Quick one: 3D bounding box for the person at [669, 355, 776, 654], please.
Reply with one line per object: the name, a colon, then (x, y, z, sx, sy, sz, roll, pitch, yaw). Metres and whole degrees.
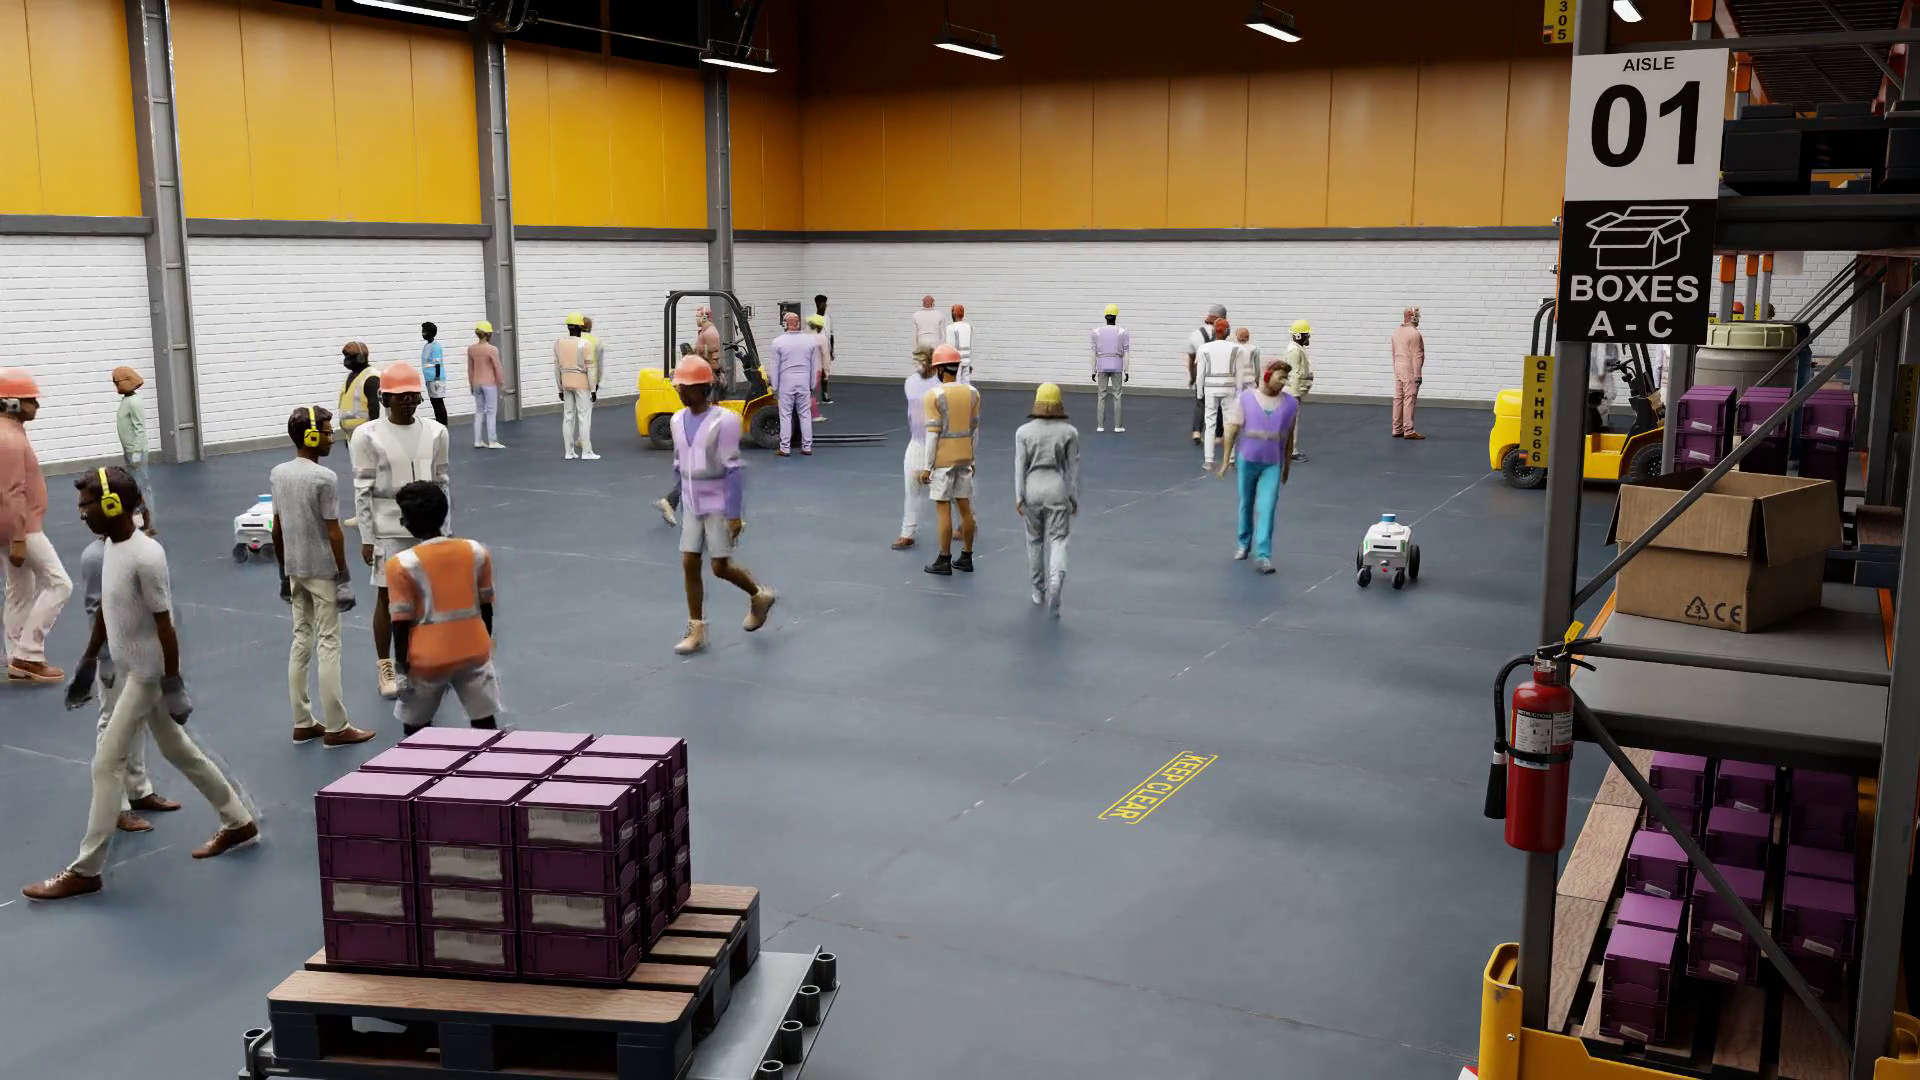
person: (-1.645, -0.256, 11.277, 0.613, 2.024, 0.726, 7, 12, 35)

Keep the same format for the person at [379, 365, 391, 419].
person: (-5.374, -0.855, 15.851, 0.313, 1.637, 0.513, -6, 11, -31)

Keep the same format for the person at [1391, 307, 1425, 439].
person: (6.512, -2.414, 24.089, 0.407, 1.910, 0.639, -3, 10, -16)

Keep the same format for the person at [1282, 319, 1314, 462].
person: (4.368, -1.934, 21.523, 0.404, 1.834, 0.591, 2, 10, 13)

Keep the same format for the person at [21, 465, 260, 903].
person: (-3.512, 0.574, 7.119, 0.976, 1.807, 0.481, -7, 12, -36)

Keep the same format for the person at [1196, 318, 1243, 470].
person: (3.221, -1.808, 20.646, 0.576, 1.885, 0.354, 1, 10, 8)

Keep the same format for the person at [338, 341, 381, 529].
person: (-5.828, -1.020, 16.238, 0.429, 1.840, 0.626, -9, 13, -43)

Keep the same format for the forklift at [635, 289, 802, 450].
forklift: (-3.358, -2.392, 23.136, 2.313, 2.155, 1.214, -1, 10, -5)

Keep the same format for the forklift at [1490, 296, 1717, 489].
forklift: (7.296, -1.677, 18.993, 2.313, 2.155, 1.214, 5, 11, 27)

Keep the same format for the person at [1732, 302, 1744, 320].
person: (11.987, -2.730, 25.856, 0.371, 1.931, 0.543, -5, 11, -28)

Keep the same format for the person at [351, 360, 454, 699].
person: (-3.356, -0.069, 10.119, 0.609, 2.044, 0.394, -9, 13, -42)

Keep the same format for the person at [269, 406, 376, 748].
person: (-3.513, 0.203, 9.072, 0.521, 1.864, 0.334, 5, 11, 29)

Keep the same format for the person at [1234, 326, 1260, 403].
person: (4.101, -2.291, 24.204, 0.529, 1.620, 0.504, 2, 10, 9)

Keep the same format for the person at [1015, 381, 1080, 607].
person: (0.656, -0.331, 12.580, 0.492, 1.725, 0.665, 1, 10, 3)

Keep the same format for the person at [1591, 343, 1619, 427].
person: (9.924, -2.623, 25.578, 0.421, 1.818, 0.594, 3, 10, 17)

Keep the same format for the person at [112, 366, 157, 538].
person: (-7.782, -0.819, 15.652, 0.282, 1.633, 0.499, -7, 12, -36)

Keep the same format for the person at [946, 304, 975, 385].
person: (-0.012, -2.781, 26.282, 0.584, 1.883, 0.337, -9, 13, -43)

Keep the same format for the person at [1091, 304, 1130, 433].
person: (2.247, -2.563, 24.899, 0.588, 1.927, 0.370, 2, 10, 11)

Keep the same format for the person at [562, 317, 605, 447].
person: (-5.323, -2.214, 23.271, 0.657, 1.799, 0.834, -4, 11, -23)

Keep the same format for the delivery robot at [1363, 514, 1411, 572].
delivery robot: (3.490, 0.031, 13.578, 0.477, 0.478, 0.707, 3, 10, 17)

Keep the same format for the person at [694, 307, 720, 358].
person: (-3.701, -2.445, 24.273, 0.399, 1.907, 0.644, -2, 10, -11)

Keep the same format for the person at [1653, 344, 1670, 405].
person: (9.577, -2.051, 22.178, 0.636, 1.842, 0.429, 2, 10, 14)

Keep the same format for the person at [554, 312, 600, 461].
person: (-4.975, -1.991, 21.580, 0.585, 1.929, 0.364, 4, 10, 20)

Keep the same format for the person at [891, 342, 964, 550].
person: (-0.214, -0.877, 15.288, 0.631, 1.892, 1.007, 8, 13, 38)

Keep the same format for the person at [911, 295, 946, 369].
person: (-0.574, -3.573, 30.801, 0.639, 1.911, 0.406, 0, 10, 2)

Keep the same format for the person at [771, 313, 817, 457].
person: (-2.208, -2.055, 22.048, 0.644, 1.899, 0.401, -5, 11, -26)

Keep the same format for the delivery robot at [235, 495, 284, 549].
delivery robot: (-6.105, -0.156, 14.659, 0.477, 0.478, 0.707, 0, 10, -2)

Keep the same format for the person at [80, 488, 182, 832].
person: (-3.904, 0.535, 7.806, 0.278, 1.634, 0.498, 0, 10, 0)

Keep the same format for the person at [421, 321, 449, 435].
person: (-7.706, -2.351, 24.349, 0.320, 1.692, 0.531, -7, 12, -34)

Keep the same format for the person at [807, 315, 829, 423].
person: (-2.348, -2.649, 26.009, 0.565, 1.713, 0.904, 5, 11, 28)

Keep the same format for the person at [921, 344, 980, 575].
person: (-0.095, -0.670, 13.920, 0.543, 1.935, 0.366, -8, 12, -38)

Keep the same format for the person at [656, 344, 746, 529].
person: (-2.527, -0.984, 16.078, 0.811, 1.820, 0.517, -1, 10, -8)

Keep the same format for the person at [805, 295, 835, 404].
person: (-2.481, -3.382, 29.568, 0.606, 1.955, 0.398, -8, 13, -39)

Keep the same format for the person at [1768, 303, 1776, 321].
person: (12.196, -2.627, 25.248, 0.628, 1.935, 0.373, 2, 10, 12)

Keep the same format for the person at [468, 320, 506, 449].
person: (-6.493, -2.120, 22.803, 0.536, 1.767, 0.324, 5, 11, 26)

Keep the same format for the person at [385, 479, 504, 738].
person: (-2.325, 0.557, 7.606, 0.618, 1.662, 0.558, 9, 13, 43)

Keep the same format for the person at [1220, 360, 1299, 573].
person: (2.560, -0.652, 14.255, 0.661, 1.792, 0.971, 1, 10, 4)

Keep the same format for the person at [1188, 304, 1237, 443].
person: (3.565, -2.344, 23.300, 0.725, 2.000, 0.731, 5, 11, 25)

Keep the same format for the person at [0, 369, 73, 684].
person: (-5.799, -0.069, 10.332, 0.449, 1.979, 0.615, -8, 13, -38)
